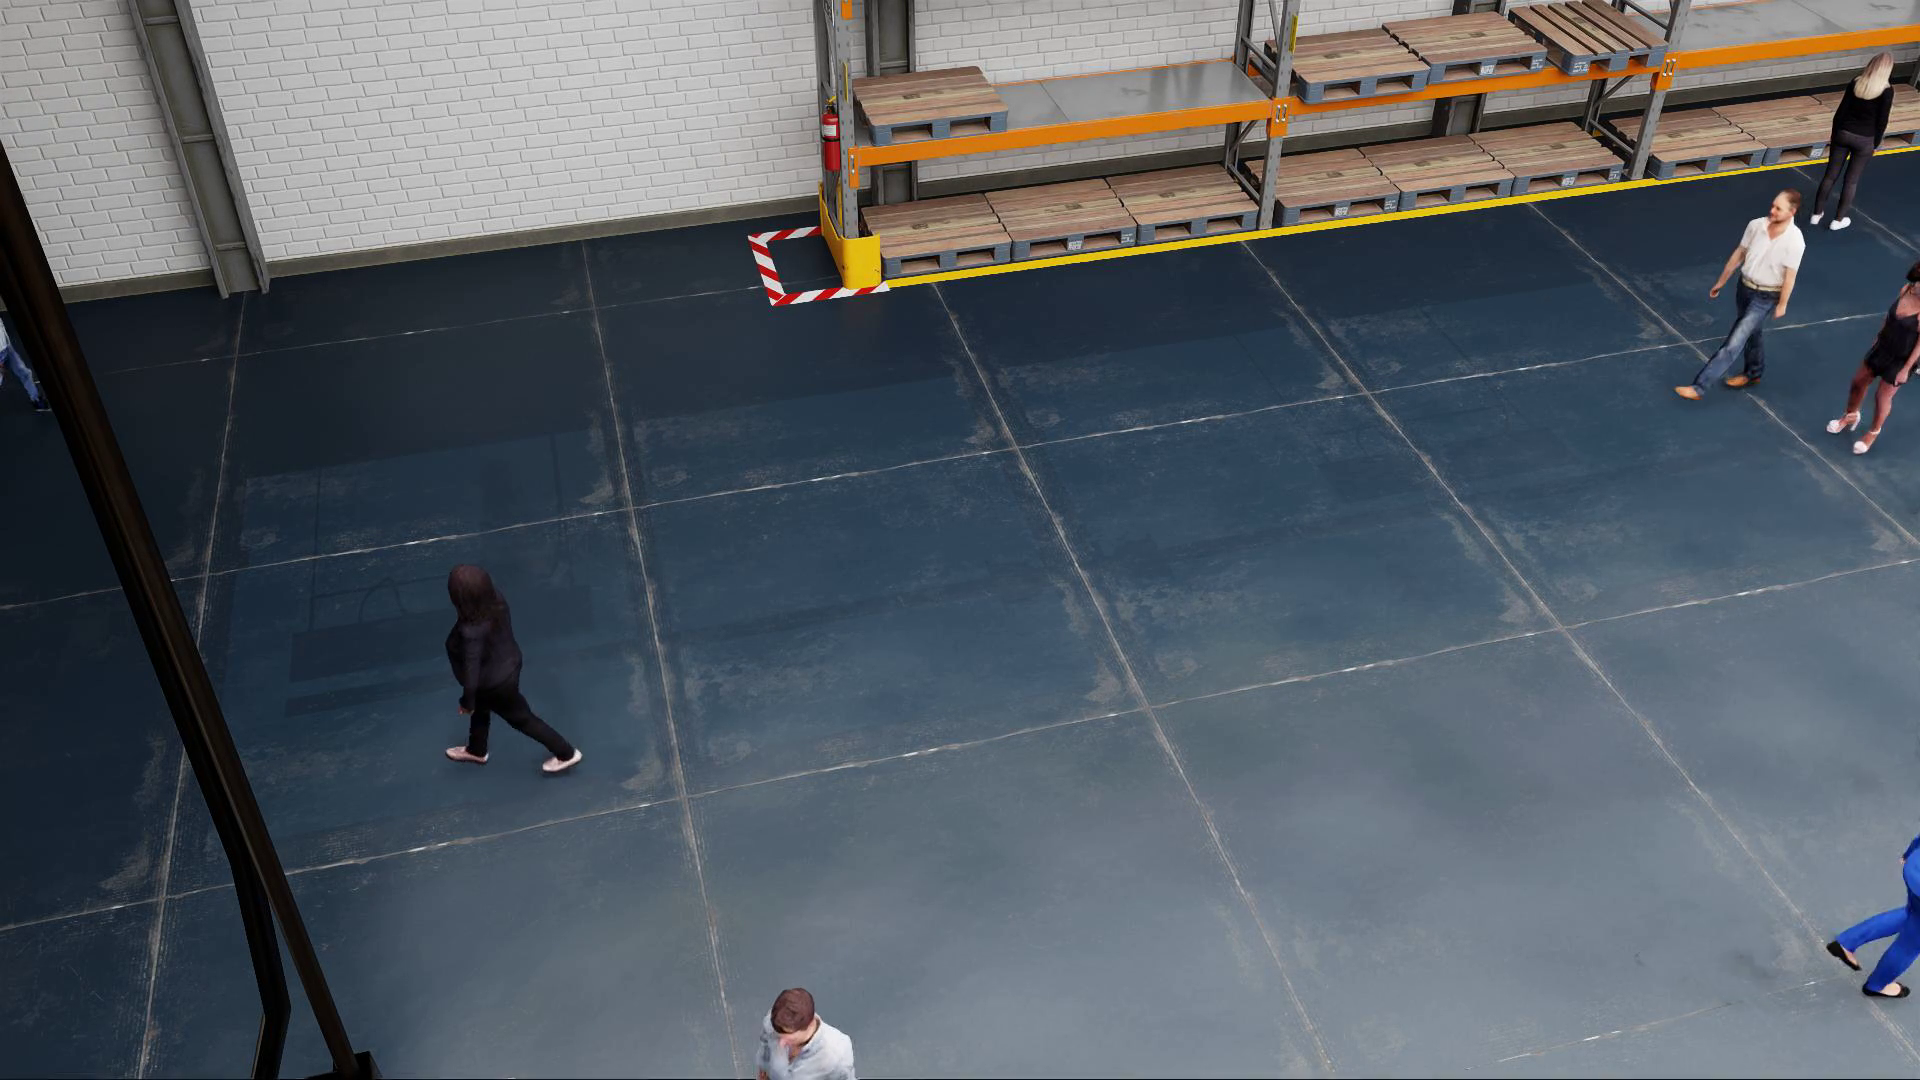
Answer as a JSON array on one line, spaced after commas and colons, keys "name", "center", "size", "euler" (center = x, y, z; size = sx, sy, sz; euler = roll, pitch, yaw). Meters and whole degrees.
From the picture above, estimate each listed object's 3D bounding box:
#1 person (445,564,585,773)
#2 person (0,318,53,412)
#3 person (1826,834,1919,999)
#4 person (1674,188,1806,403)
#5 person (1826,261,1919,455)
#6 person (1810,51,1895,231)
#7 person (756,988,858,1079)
[{"name": "person", "center": [-2.662, 0.813, 9.828], "size": [1.145, 1.582, 0.782], "euler": [-2, 39, -3]}, {"name": "person", "center": [-7.610, -1.504, 12.999], "size": [0.925, 1.245, 0.685], "euler": [5, 39, 6]}, {"name": "person", "center": [4.881, 1.785, 8.527], "size": [0.837, 1.687, 0.776], "euler": [7, 39, 9]}, {"name": "person", "center": [6.355, -1.937, 13.087], "size": [1.190, 1.813, 0.702], "euler": [-11, 40, -14]}, {"name": "person", "center": [6.995, -1.373, 12.432], "size": [0.583, 1.749, 0.710], "euler": [-1, 39, -2]}, {"name": "person", "center": [8.269, -3.694, 15.389], "size": [0.694, 1.685, 0.689], "euler": [-31, 48, -33]}, {"name": "person", "center": [-0.600, 2.521, 7.493], "size": [0.876, 1.828, 0.921], "euler": [27, 46, 30]}]
